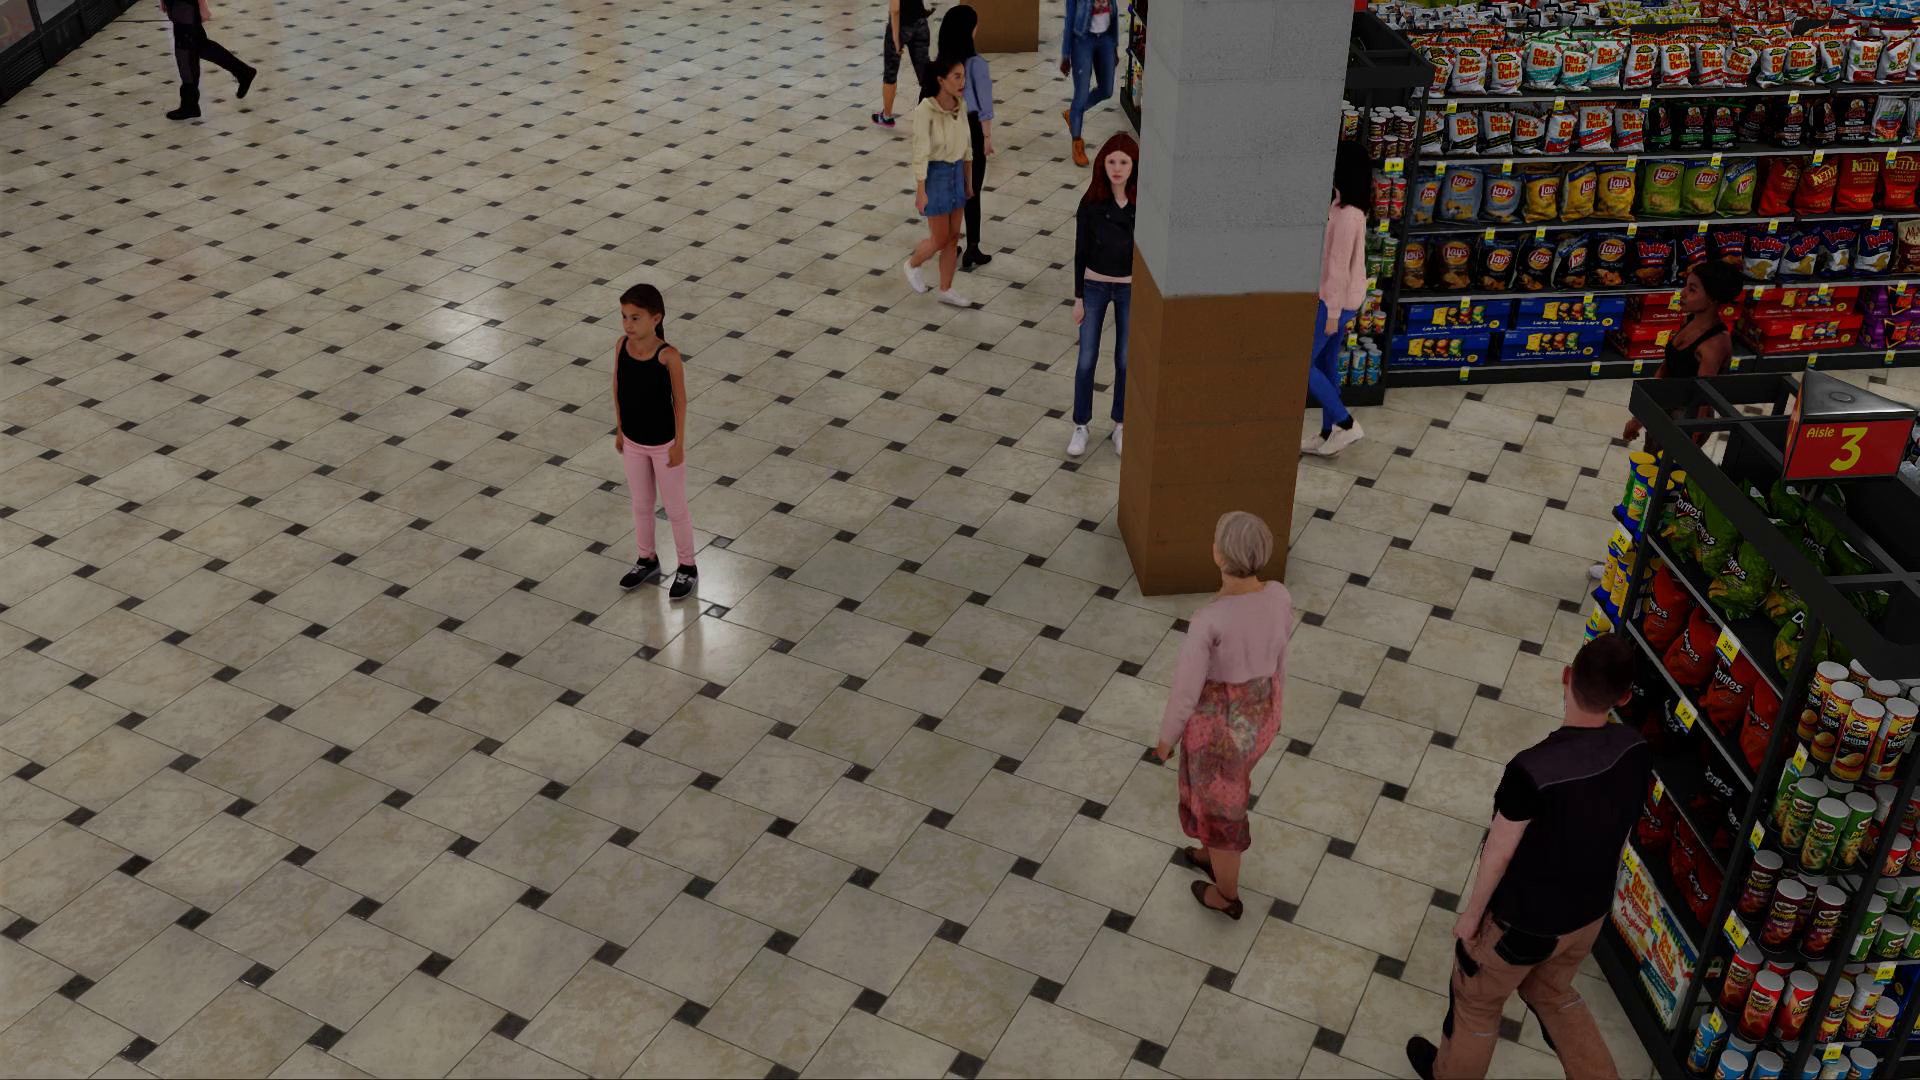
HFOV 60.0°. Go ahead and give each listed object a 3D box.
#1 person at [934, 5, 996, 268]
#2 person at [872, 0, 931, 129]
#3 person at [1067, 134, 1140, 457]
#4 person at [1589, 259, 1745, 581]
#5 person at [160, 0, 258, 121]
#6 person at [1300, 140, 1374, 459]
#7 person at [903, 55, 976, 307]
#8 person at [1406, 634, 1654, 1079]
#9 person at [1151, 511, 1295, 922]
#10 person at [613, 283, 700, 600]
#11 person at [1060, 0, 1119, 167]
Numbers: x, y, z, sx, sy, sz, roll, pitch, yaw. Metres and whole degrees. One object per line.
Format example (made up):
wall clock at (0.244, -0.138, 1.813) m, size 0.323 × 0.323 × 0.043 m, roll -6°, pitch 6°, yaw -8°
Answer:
person at (0.008, -2.705, 11.173) m, size 0.714 × 1.743 × 0.771 m, roll 24°, pitch 39°, yaw 33°
person at (-0.345, -4.030, 13.362) m, size 1.155 × 1.681 × 1.041 m, roll -22°, pitch 38°, yaw -31°
person at (0.808, -1.278, 8.839) m, size 0.513 × 1.787 × 0.658 m, roll 2°, pitch 32°, yaw 3°
person at (3.360, -0.497, 7.669) m, size 0.723 × 1.697 × 0.662 m, roll 4°, pitch 32°, yaw 6°
person at (-6.454, -4.525, 14.023) m, size 1.189 × 1.822 × 1.262 m, roll 25°, pitch 40°, yaw 34°
person at (2.066, -1.217, 8.776) m, size 0.818 × 1.749 × 0.782 m, roll 9°, pitch 33°, yaw 14°
person at (-0.167, -2.285, 10.613) m, size 0.904 × 1.623 × 0.844 m, roll 25°, pitch 40°, yaw 34°
person at (1.801, 1.135, 4.939) m, size 1.026 × 1.810 × 0.983 m, roll -17°, pitch 36°, yaw -25°
person at (0.993, 0.687, 5.782) m, size 0.754 × 1.680 × 0.817 m, roll -20°, pitch 37°, yaw -29°
person at (-1.430, -0.463, 7.739) m, size 0.569 × 1.566 × 0.664 m, roll 11°, pitch 34°, yaw 17°
person at (0.982, -3.843, 13.044) m, size 0.842 × 1.700 × 0.875 m, roll -14°, pitch 34°, yaw -21°
